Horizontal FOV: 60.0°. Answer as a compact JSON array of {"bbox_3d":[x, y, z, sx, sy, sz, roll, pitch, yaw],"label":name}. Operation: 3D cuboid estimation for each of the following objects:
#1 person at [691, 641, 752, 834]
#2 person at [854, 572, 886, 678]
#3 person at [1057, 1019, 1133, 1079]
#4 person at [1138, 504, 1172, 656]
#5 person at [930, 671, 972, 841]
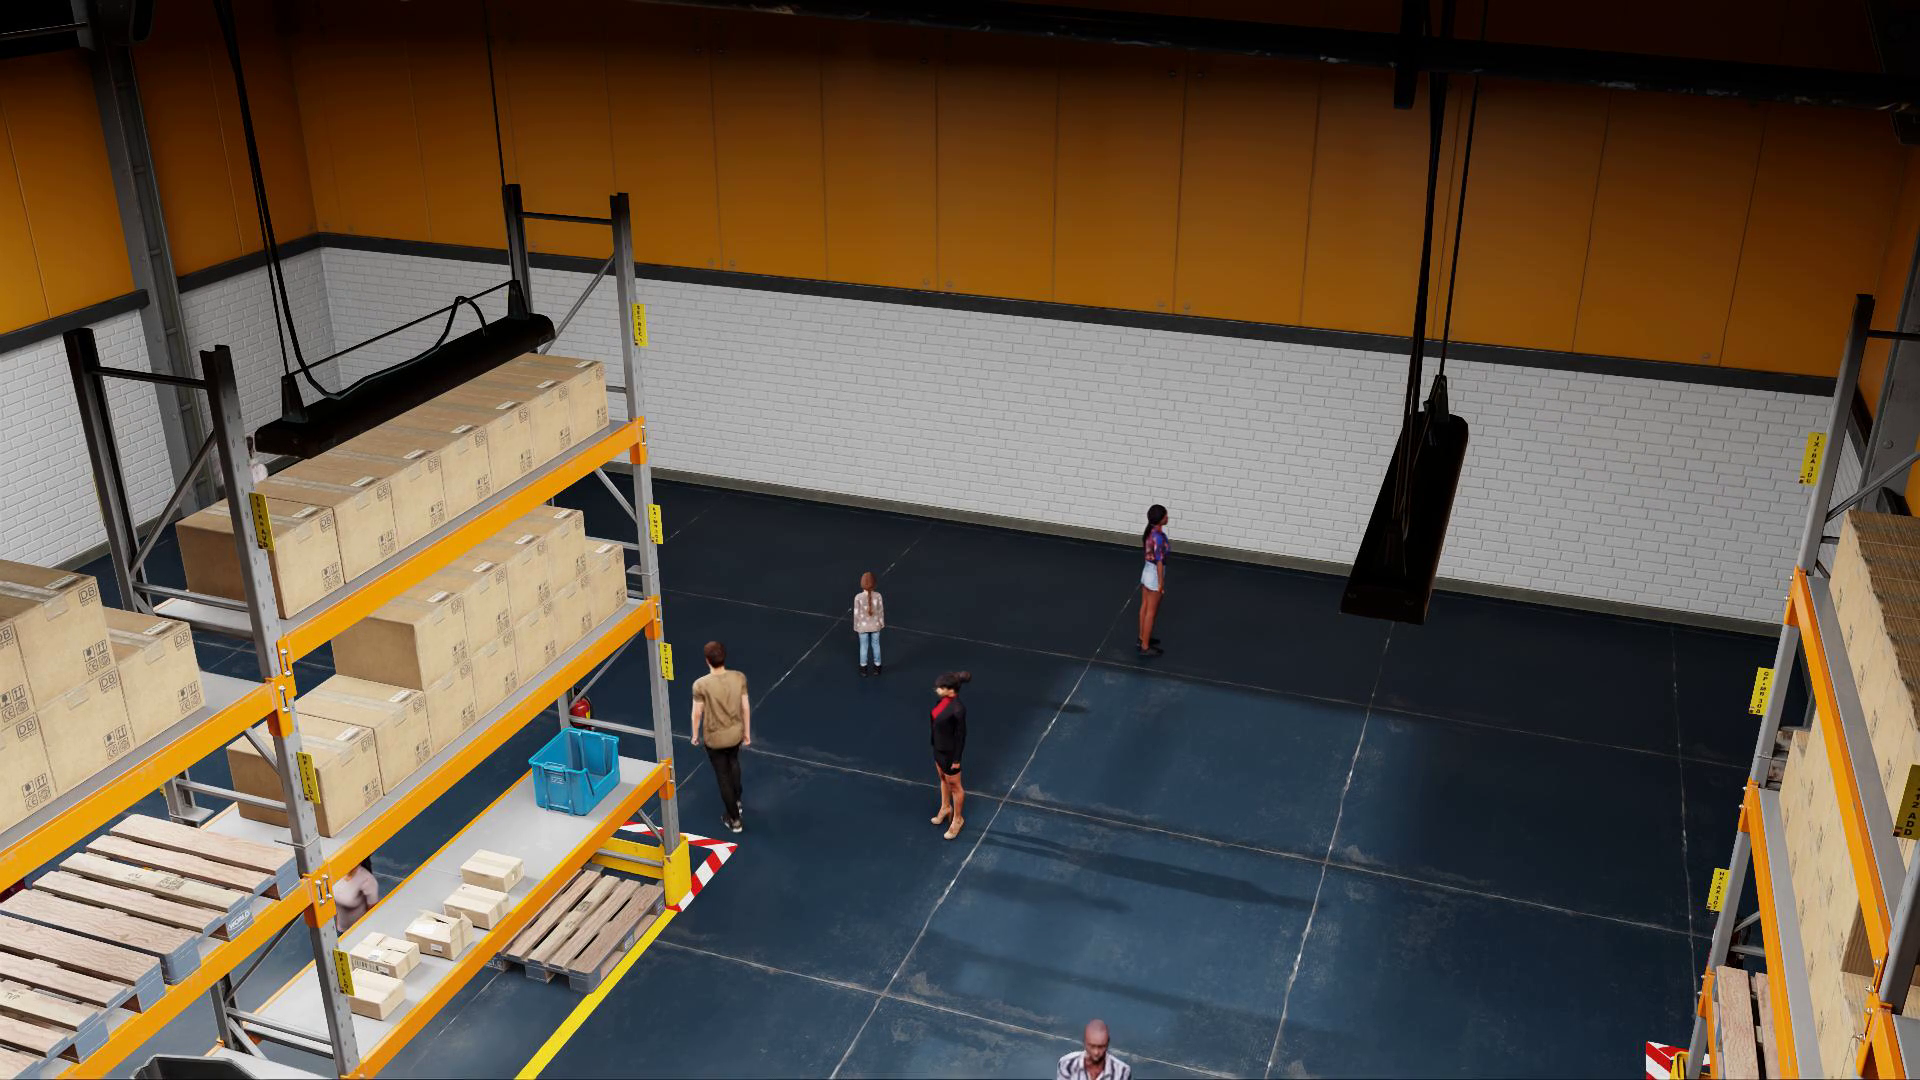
[{"bbox_3d":[-2.083,1.794,14.853,0.872,1.833,0.926,-13,27,-28],"label":"person"},{"bbox_3d":[-0.969,0.893,17.711,0.554,1.194,0.589,-5,24,-11],"label":"person"},{"bbox_3d":[0.806,3.725,10.525,0.729,1.762,1.118,5,24,10],"label":"person"},{"bbox_3d":[2.097,0.417,18.118,0.724,1.742,0.617,-3,24,-8],"label":"person"},{"bbox_3d":[-0.104,1.896,14.856,0.759,1.643,0.698,-10,26,-22],"label":"person"}]
